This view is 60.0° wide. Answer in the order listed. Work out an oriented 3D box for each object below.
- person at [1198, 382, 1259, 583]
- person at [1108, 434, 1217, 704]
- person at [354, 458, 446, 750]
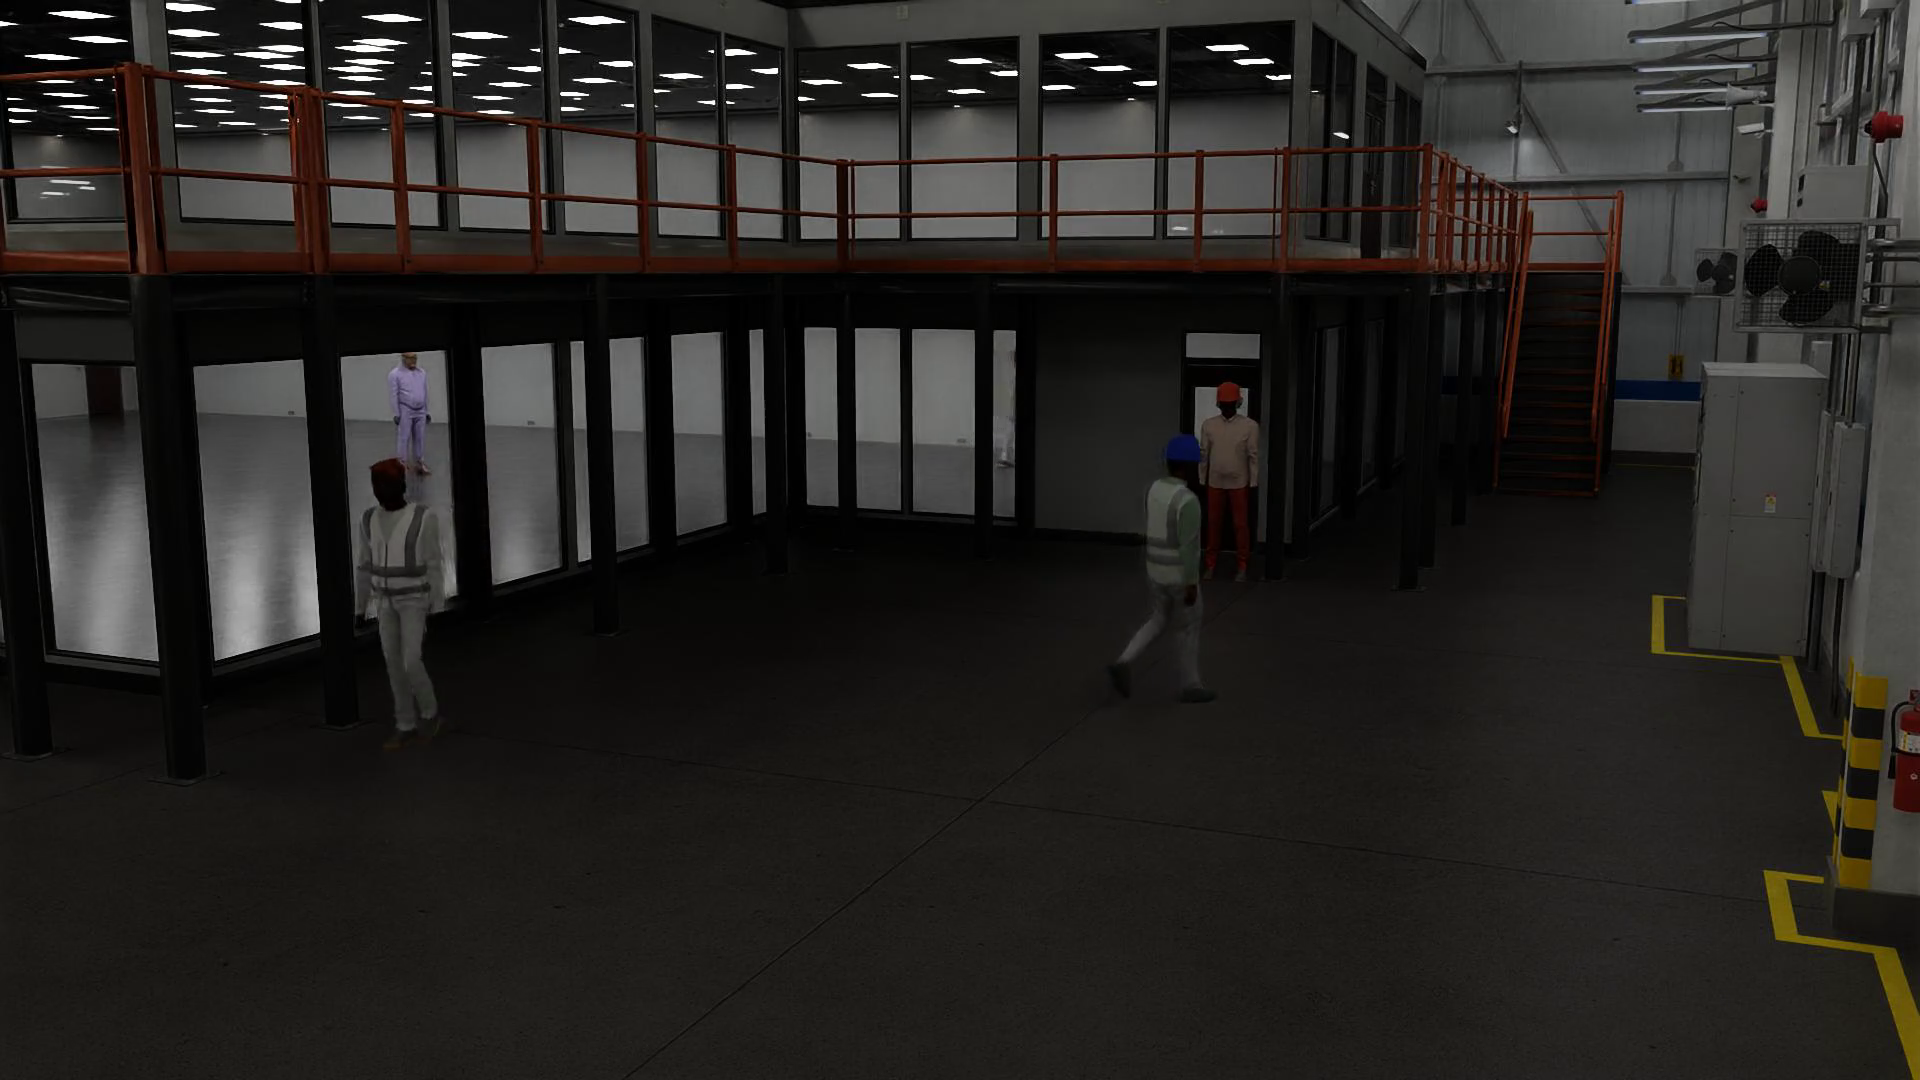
[{"bbox_3d":[2.620,-0.562,16.309,0.624,1.985,0.413,5,10,26],"label":"person"},{"bbox_3d":[1.455,0.220,11.630,0.741,1.930,0.616,-5,10,-27],"label":"person"},{"bbox_3d":[-3.575,0.418,10.579,0.618,1.874,0.412,3,10,19],"label":"person"}]
